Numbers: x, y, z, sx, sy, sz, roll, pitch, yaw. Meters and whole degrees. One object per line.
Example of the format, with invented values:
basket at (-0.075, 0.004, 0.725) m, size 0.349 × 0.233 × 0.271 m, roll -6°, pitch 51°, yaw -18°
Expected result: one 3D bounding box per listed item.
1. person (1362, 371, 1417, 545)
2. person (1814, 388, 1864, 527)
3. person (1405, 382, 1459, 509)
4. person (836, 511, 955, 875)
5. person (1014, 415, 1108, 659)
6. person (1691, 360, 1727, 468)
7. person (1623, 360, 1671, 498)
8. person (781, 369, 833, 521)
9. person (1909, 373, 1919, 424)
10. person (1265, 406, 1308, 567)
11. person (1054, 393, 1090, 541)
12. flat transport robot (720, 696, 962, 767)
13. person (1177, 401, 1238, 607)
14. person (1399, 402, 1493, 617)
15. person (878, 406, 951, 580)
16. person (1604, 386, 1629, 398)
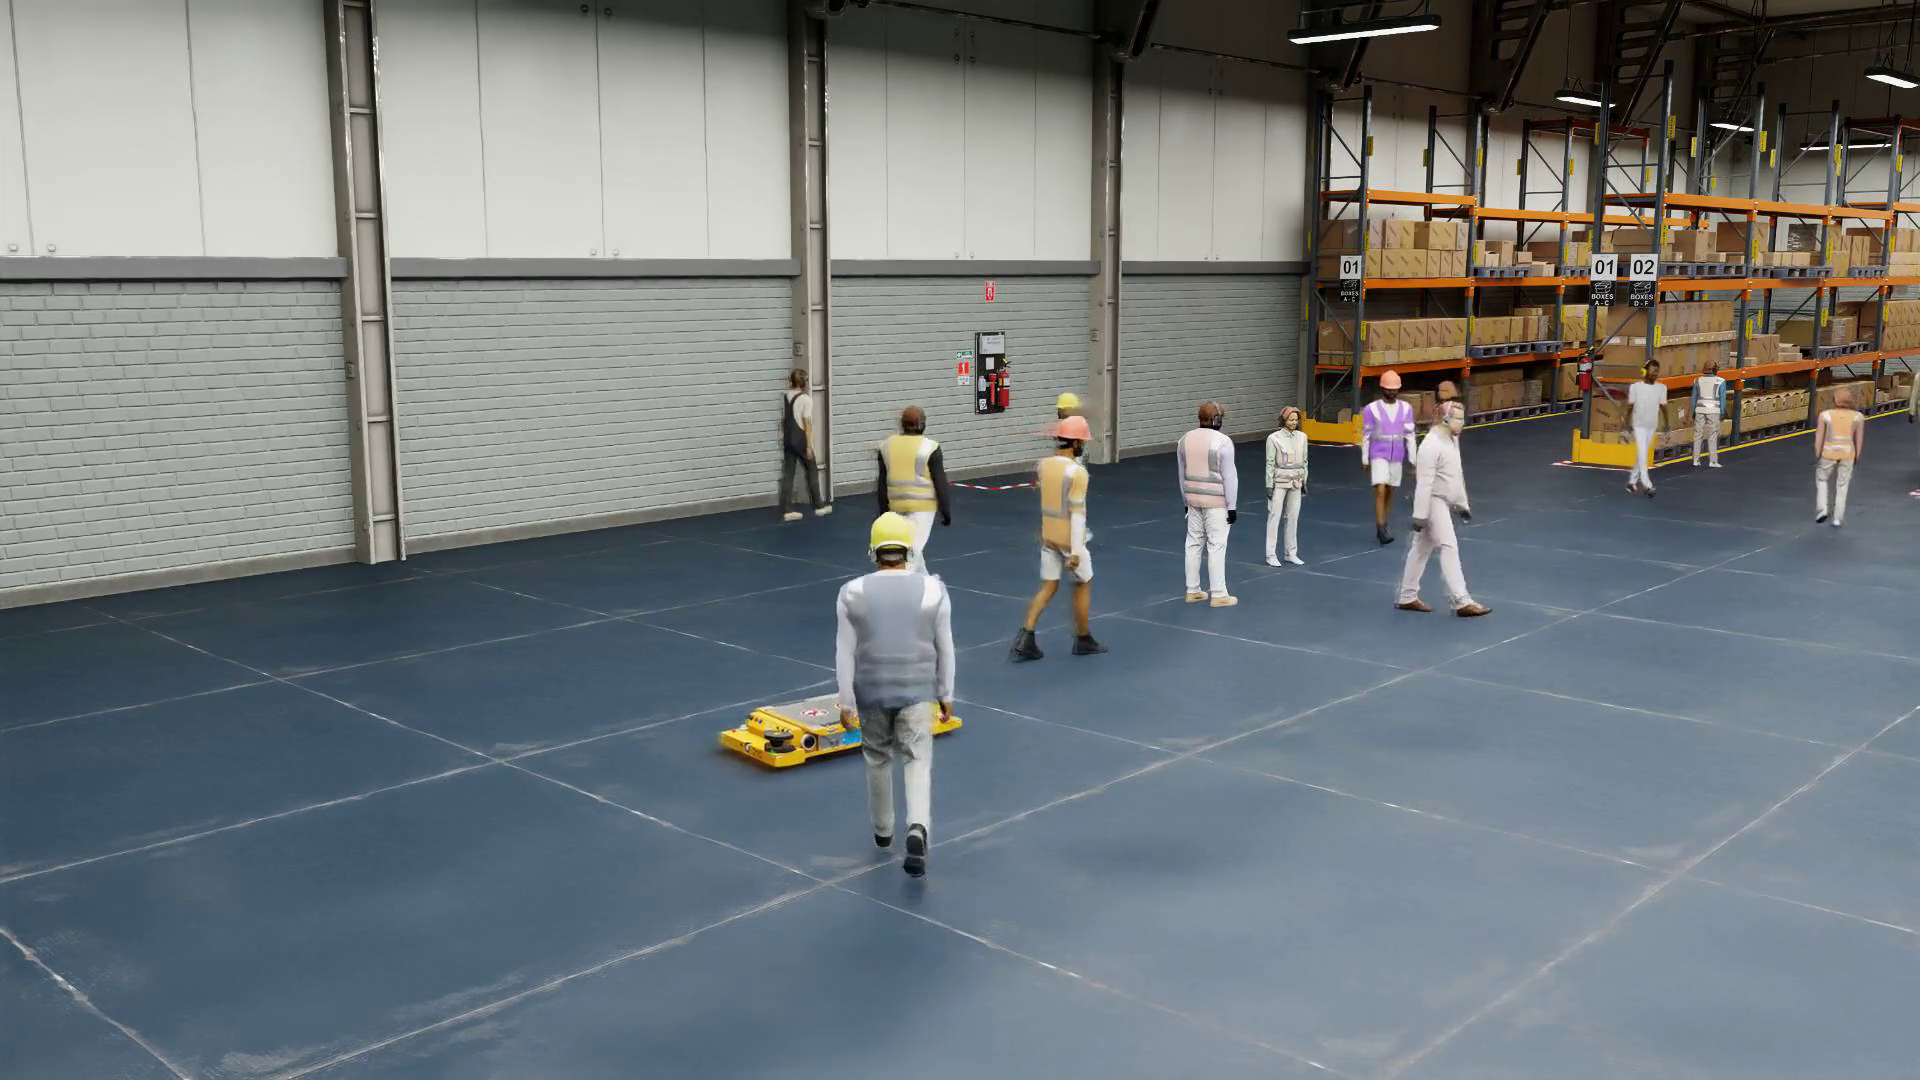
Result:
person at (4.730, -0.890, 18.228) m, size 0.549 × 1.899 × 0.923 m, roll -1°, pitch 9°, yaw -6°
person at (10.281, -0.963, 19.490) m, size 0.514 × 1.628 × 0.383 m, roll 3°, pitch 10°, yaw 19°
person at (6.009, -1.188, 20.912) m, size 0.801 × 1.592 × 0.523 m, roll 4°, pitch 10°, yaw 22°
person at (-0.324, 0.768, 8.382) m, size 0.603 × 1.813 × 0.759 m, roll -1°, pitch 9°, yaw -4°
person at (0.775, -0.005, 12.841) m, size 0.805 × 1.903 × 0.551 m, roll -7°, pitch 12°, yaw -37°
person at (11.352, -1.912, 25.235) m, size 0.313 × 1.637 × 0.513 m, roll -8°, pitch 12°, yaw -41°
person at (9.112, -1.469, 22.009) m, size 0.536 × 1.812 × 1.028 m, roll 0°, pitch 9°, yaw -2°
person at (-1.863, -1.156, 20.076) m, size 0.547 × 1.814 × 0.838 m, roll 7°, pitch 12°, yaw 38°
person at (14.574, -1.925, 24.854) m, size 0.617 × 1.781 × 0.945 m, roll 8°, pitch 12°, yaw 40°
person at (3.309, -0.542, 16.900) m, size 0.512 × 1.635 × 0.311 m, roll -5°, pitch 11°, yaw -28°
person at (1.134, -0.684, 17.446) m, size 0.370 × 1.728 × 0.511 m, roll -2°, pitch 10°, yaw -14°
flat transport robot at (-0.747, 1.163, 10.646) m, size 1.431 × 0.197 × 0.652 m, roll -7°, pitch 12°, yaw -37°
person at (2.245, -0.324, 14.939) m, size 0.429 × 1.844 × 0.627 m, roll -8°, pitch 12°, yaw -42°
person at (4.276, -0.260, 14.457) m, size 0.917 × 1.864 × 0.642 m, roll 4°, pitch 10°, yaw 24°
person at (-0.357, -0.297, 14.897) m, size 0.654 × 1.795 × 0.926 m, roll 5°, pitch 11°, yaw 30°
person at (11.688, -2.662, 29.487) m, size 0.706 × 1.744 × 0.545 m, roll -8°, pitch 13°, yaw -42°
